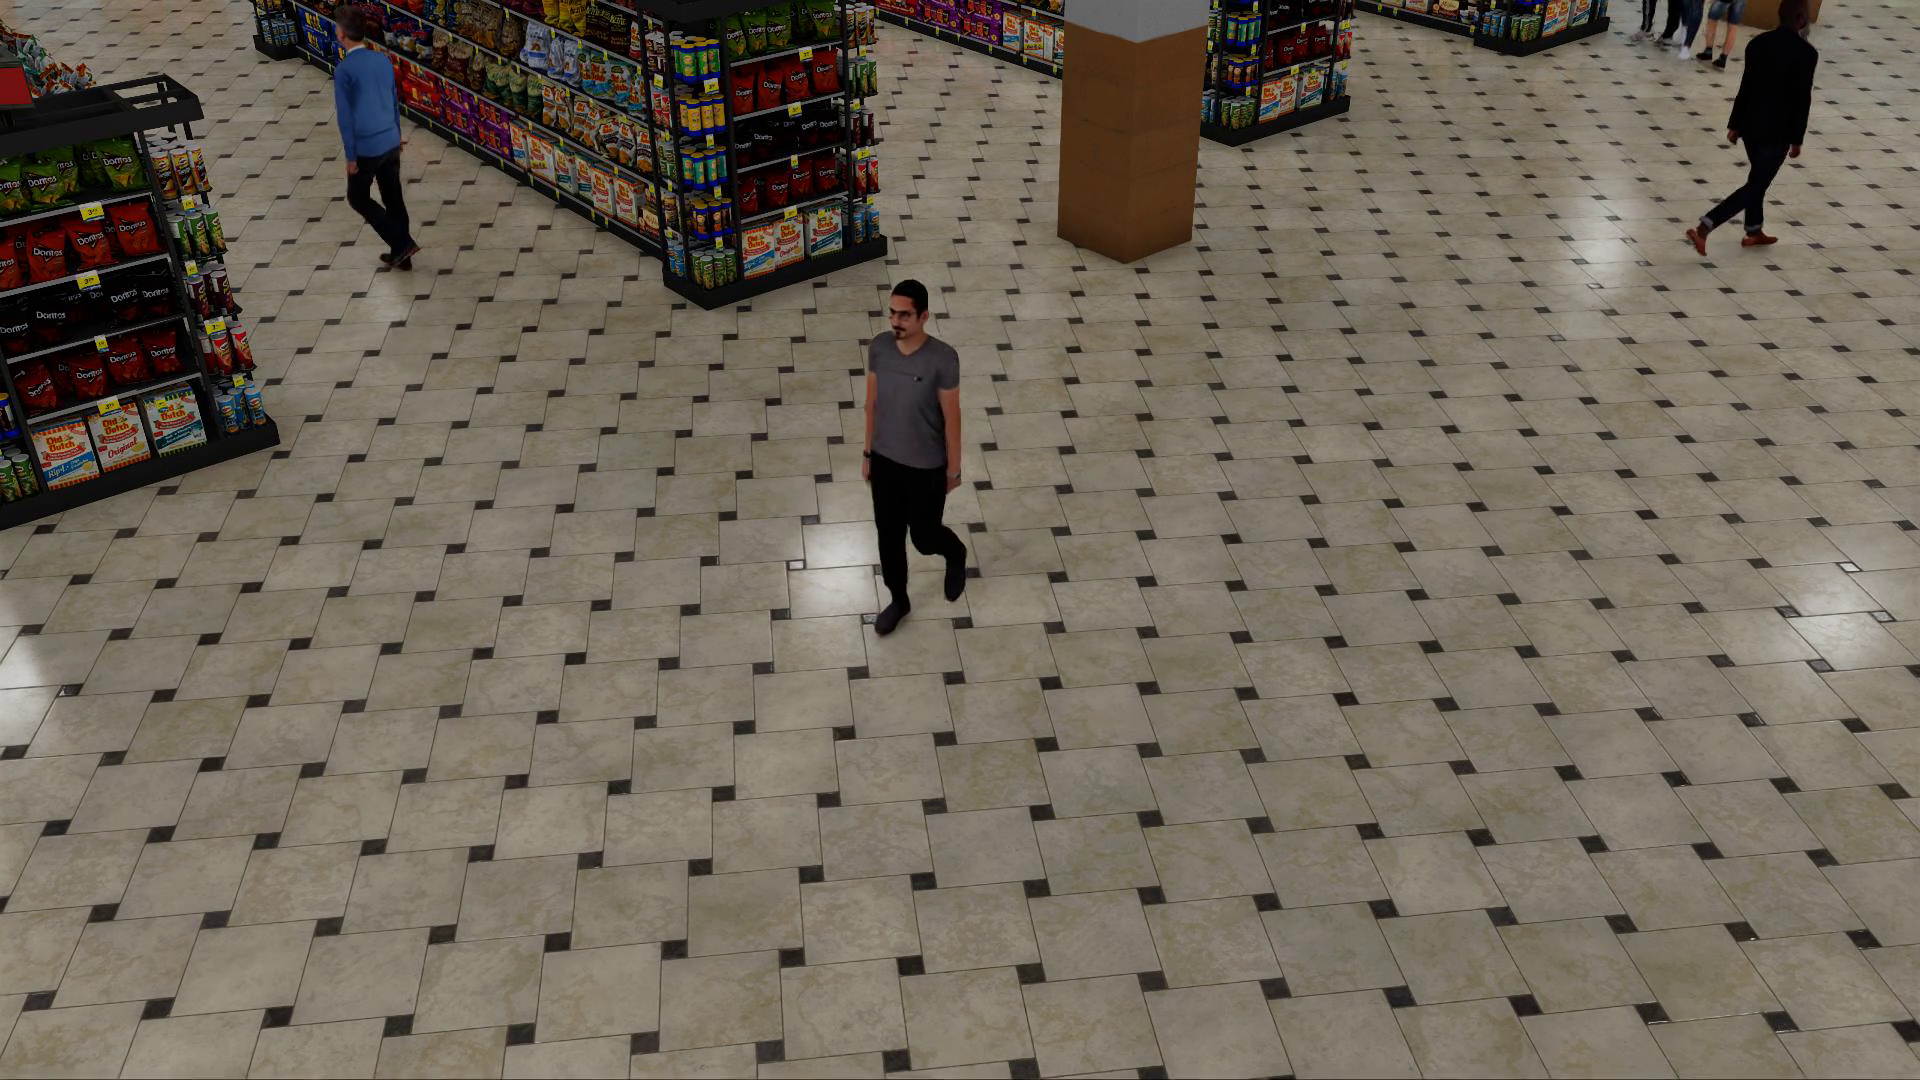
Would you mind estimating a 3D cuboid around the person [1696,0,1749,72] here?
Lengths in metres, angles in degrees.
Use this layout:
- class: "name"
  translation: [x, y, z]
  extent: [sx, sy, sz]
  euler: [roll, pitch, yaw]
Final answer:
- class: "person"
  translation: [7.199, -5.083, 15.432]
  extent: [0.745, 1.432, 0.808]
  euler: [1, 32, 2]

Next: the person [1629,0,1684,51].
- class: "person"
  translation: [6.938, -5.608, 15.913]
  extent: [0.836, 1.815, 0.879]
  euler: [-5, 32, -9]

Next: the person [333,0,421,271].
- class: "person"
  translation: [-3.879, -2.648, 11.164]
  extent: [0.835, 1.807, 0.794]
  euler: [16, 35, 24]

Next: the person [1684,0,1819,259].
- class: "person"
  translation: [5.450, -2.769, 11.379]
  extent: [1.059, 1.786, 1.208]
  euler: [-9, 33, -14]

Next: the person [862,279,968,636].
- class: "person"
  translation: [-0.188, -0.401, 7.616]
  extent: [0.846, 1.740, 0.850]
  euler: [16, 35, 23]
